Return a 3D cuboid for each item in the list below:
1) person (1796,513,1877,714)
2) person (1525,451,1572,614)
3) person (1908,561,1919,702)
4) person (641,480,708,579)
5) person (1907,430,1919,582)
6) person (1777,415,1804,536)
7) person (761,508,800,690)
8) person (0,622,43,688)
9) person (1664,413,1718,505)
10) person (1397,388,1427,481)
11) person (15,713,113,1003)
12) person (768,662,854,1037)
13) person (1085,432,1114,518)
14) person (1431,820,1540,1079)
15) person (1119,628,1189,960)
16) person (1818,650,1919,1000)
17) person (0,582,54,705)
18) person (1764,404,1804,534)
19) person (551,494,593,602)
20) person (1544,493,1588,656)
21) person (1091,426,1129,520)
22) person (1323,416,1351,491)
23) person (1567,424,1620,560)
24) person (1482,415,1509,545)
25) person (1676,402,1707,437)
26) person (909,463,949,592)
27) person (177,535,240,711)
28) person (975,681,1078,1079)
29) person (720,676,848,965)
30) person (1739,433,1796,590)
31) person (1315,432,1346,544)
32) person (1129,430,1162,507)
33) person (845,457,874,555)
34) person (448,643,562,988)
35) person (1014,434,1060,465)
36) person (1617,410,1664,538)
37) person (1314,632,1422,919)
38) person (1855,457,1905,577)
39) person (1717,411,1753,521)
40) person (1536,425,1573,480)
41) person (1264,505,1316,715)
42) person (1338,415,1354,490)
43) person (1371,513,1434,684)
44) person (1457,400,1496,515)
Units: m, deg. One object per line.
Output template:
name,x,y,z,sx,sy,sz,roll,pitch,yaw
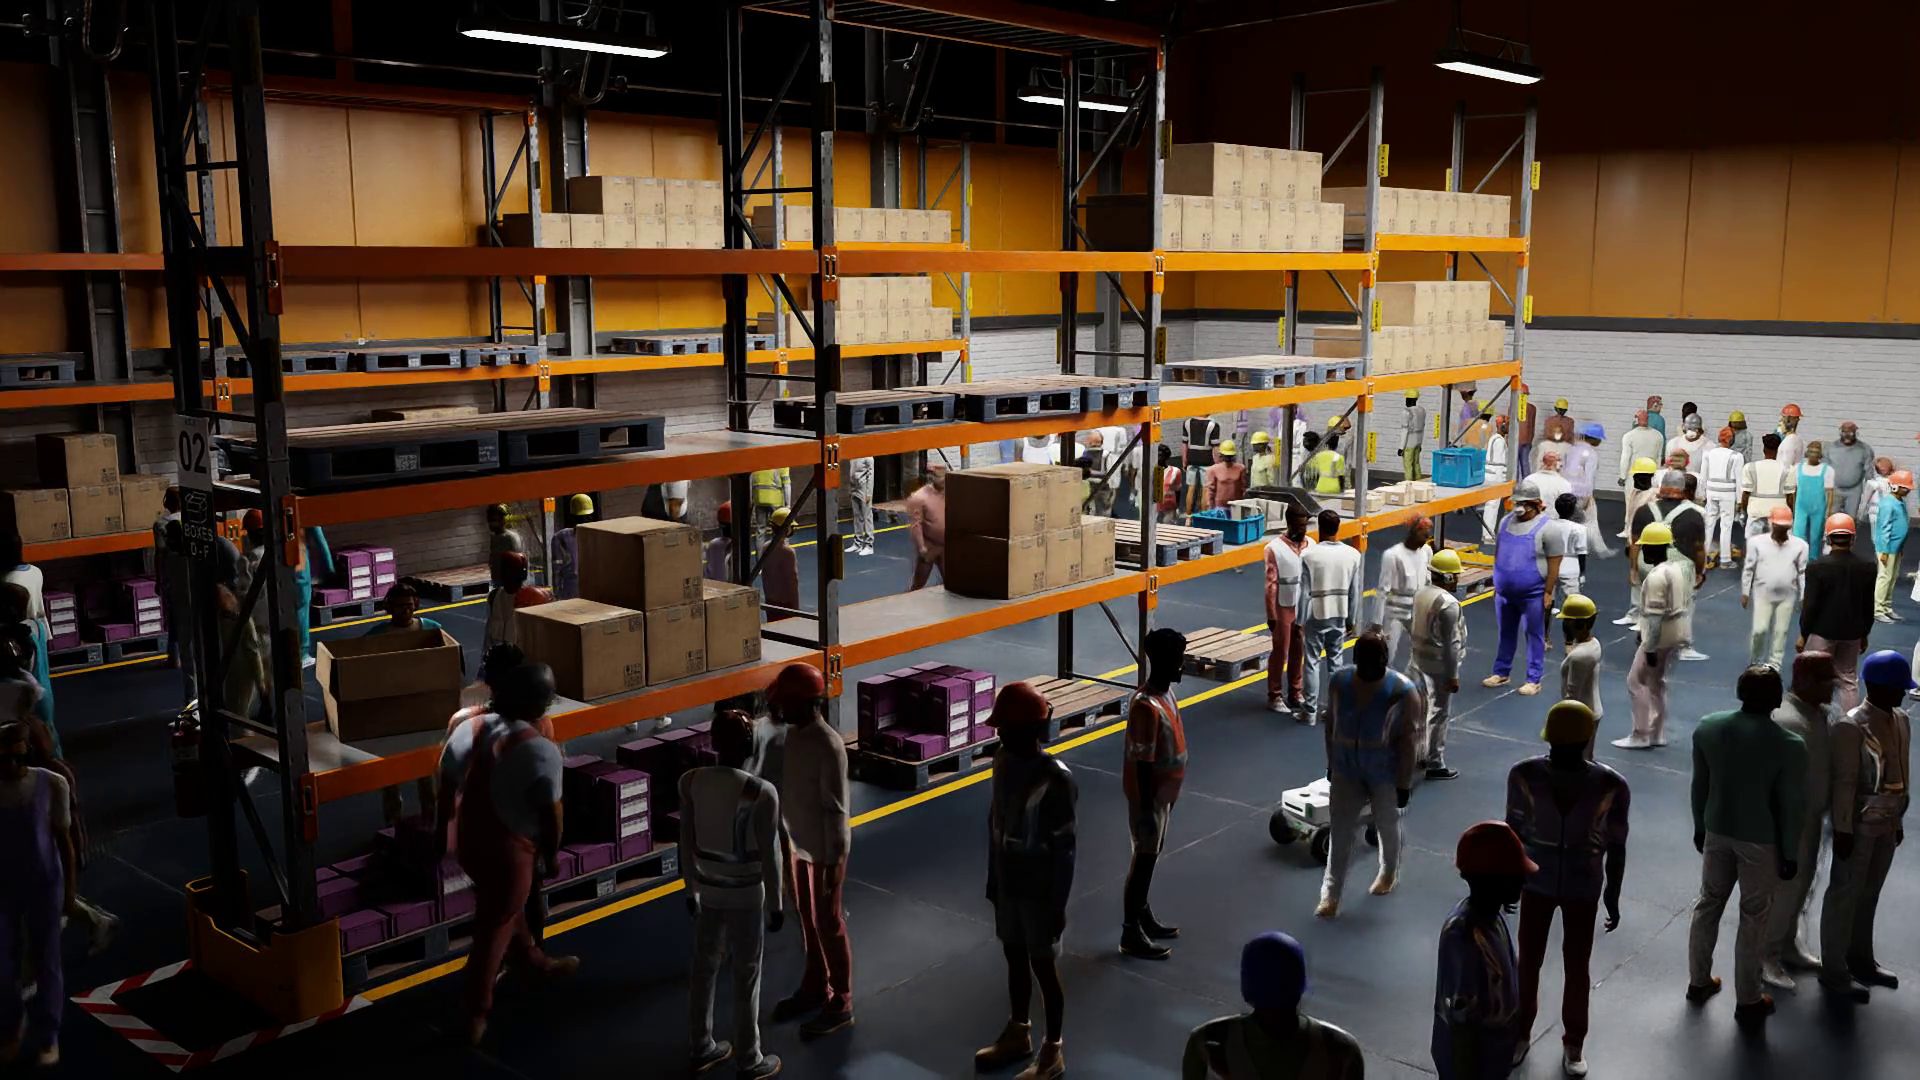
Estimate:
person,7.278,0.766,13.856,0.618,1.989,0.392,0,10,-3
person,6.792,-0.089,19.285,0.401,1.894,0.644,-7,12,-36
person,9.027,0.593,15.364,0.562,1.836,0.397,-8,13,-41
person,-3.360,-0.212,19.553,0.808,2.000,0.677,-6,11,-30
person,12.263,-0.462,21.088,0.434,2.034,0.610,3,10,18
person,11.630,-0.792,23.368,0.378,1.932,0.647,7,12,36
person,-1.665,0.573,15.682,0.314,1.767,0.534,-8,12,-38
person,-6.219,1.384,11.045,0.529,1.697,0.321,7,12,36
person,9.926,-0.739,22.697,0.685,2.000,0.537,9,13,43
person,7.711,-1.648,28.457,0.587,1.930,0.363,-8,12,-38
person,-5.119,1.721,9.341,0.495,1.600,0.794,3,10,19
person,-0.790,1.617,8.809,0.414,1.985,0.635,-5,11,-28
person,2.017,-0.760,24.095,0.527,1.598,0.818,4,10,22
person,2.023,2.028,6.475,0.354,1.942,0.545,5,11,26
person,1.143,1.468,9.763,0.369,1.958,0.604,3,10,16
person,5.056,1.558,9.255,0.615,1.947,0.388,-6,11,-33
person,-6.576,1.203,11.689,0.345,1.846,0.508,-1,10,-5
person,12.100,-1.001,24.396,0.396,1.992,0.618,1,10,4
person,-3.503,0.521,15.516,0.585,1.927,0.366,-4,10,-25
person,6.228,0.362,17.204,0.335,1.686,0.581,-9,13,-44
person,2.267,-1.126,25.478,0.574,1.898,0.892,4,10,21
person,5.682,-1.011,25.231,0.485,1.737,0.321,-4,10,-24
person,8.486,-0.646,22.661,1.025,1.875,0.679,-2,10,-10
person,7.746,-0.872,23.997,0.355,1.876,0.574,2,10,11
person,11.300,-1.185,25.768,0.391,1.911,0.584,-3,10,-18
person,-0.286,0.053,18.521,0.634,1.863,1.011,-5,11,-27
person,-6.665,0.641,14.763,0.631,1.938,0.362,2,10,14
person,0.307,1.690,8.191,0.391,2.040,0.615,-6,11,-34
person,-1.115,1.620,9.686,0.585,1.717,0.927,8,12,39
person,9.955,-0.339,20.528,0.610,1.966,0.364,4,10,25
person,5.205,-0.707,23.562,0.597,1.676,0.547,-6,11,-31
person,2.594,-0.635,22.639,0.541,1.852,0.462,-4,10,-21
person,-1.393,-0.663,23.133,0.294,1.744,0.484,-8,12,-39
person,-2.533,1.541,9.303,0.614,1.963,0.362,0,10,3
person,1.093,-0.813,23.139,0.703,2.000,0.536,1,10,6
person,9.970,-0.963,24.442,0.642,1.906,0.410,-2,10,-12
person,2.556,1.447,10.431,0.636,1.782,0.986,6,11,32
person,11.592,-0.244,21.001,0.523,1.607,0.667,-2,10,-10
person,12.153,-1.160,26.113,0.314,1.739,0.485,-8,13,-41
person,9.021,-0.937,25.165,0.518,1.594,0.810,1,10,7
person,2.974,0.617,15.016,0.598,1.908,0.410,-6,11,-34
person,6.108,-1.185,26.575,0.506,1.632,0.268,-9,13,-43
person,3.941,0.671,14.830,0.678,1.860,0.481,-5,11,-28
person,8.346,-1.333,26.767,0.888,1.859,0.592,-8,12,-39
